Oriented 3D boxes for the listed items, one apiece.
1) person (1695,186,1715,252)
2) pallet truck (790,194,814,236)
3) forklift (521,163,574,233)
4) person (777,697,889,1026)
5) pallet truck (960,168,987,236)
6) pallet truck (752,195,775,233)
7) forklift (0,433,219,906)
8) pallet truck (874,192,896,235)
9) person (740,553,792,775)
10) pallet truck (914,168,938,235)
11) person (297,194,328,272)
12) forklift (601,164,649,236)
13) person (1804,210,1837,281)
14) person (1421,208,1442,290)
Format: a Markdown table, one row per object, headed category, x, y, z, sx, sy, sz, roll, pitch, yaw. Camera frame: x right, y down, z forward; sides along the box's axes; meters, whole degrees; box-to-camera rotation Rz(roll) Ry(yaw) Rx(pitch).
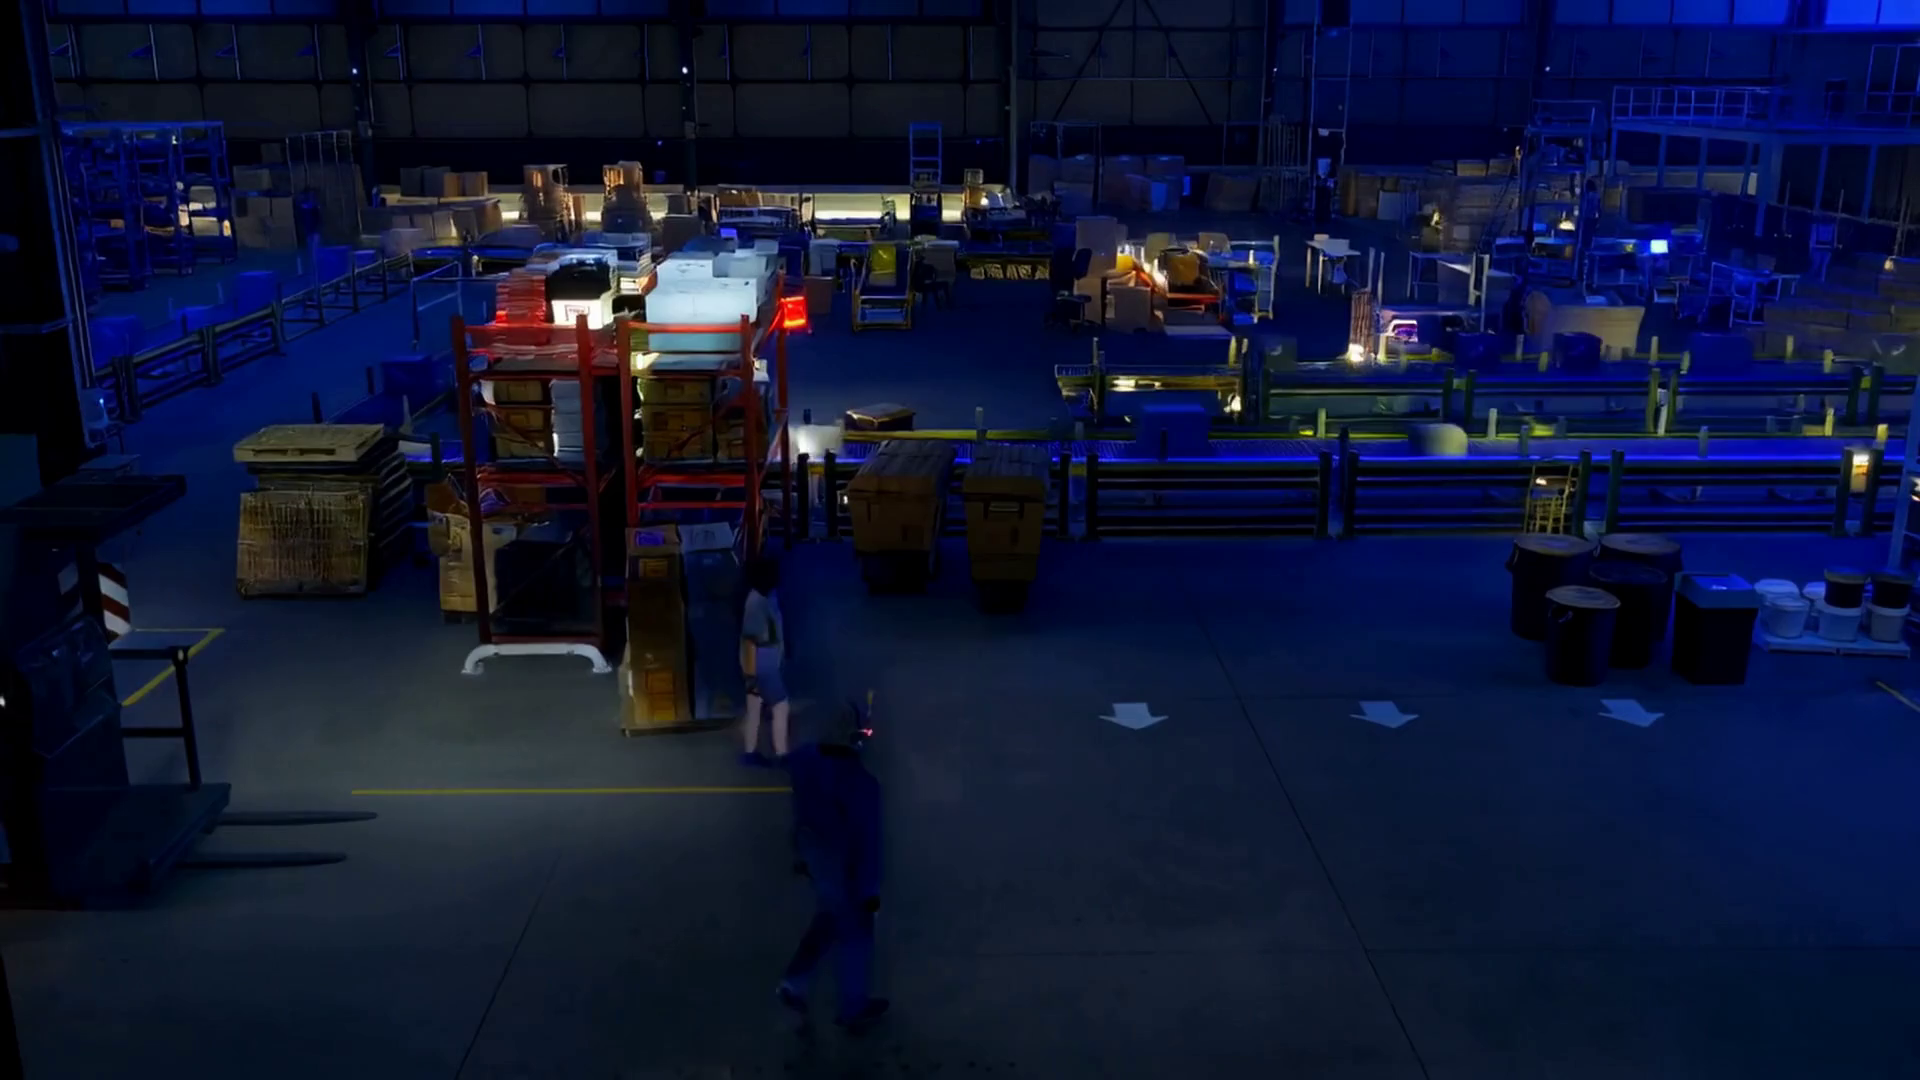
| category | x | y | z | sx | sy | sz | roll | pitch | yaw |
| --- | --- | --- | --- | --- | --- | --- | --- | --- | --- |
| person | 20.505 | -8.831 | 45.759 | 0.311 | 1.768 | 0.532 | -11 | 19 | -33 |
| pallet truck | -4.814 | -9.883 | 50.259 | 0.704 | 1.261 | 1.522 | -1 | 16 | -3 |
| forklift | -12.233 | -10.122 | 49.298 | 1.157 | 1.987 | 2.680 | 0 | 16 | -1 |
| person | -0.663 | 1.737 | 8.808 | 0.526 | 1.884 | 0.657 | -15 | 22 | -42 |
| pallet truck | 0.383 | -10.230 | 50.206 | 0.823 | 1.965 | 1.885 | -1 | 16 | -3 |
| pallet truck | -6.051 | -9.967 | 50.660 | 0.680 | 1.201 | 1.601 | 0 | 16 | -1 |
| forklift | -5.952 | 0.780 | 10.366 | 1.873 | 2.768 | 1.129 | 0 | 16 | -1 |
| pallet truck | -2.277 | -9.986 | 50.594 | 0.653 | 1.274 | 1.630 | 0 | 16 | -1 |
| person | -1.321 | 0.903 | 12.064 | 0.656 | 1.671 | 0.557 | 1 | 16 | 3 |
| pallet truck | -0.989 | -10.316 | 50.507 | 0.823 | 1.965 | 1.885 | 1 | 16 | 3 |
| person | -15.979 | -7.568 | 41.072 | 0.659 | 1.929 | 1.054 | 0 | 16 | -1 |
| forklift | -9.948 | -10.127 | 49.296 | 1.157 | 1.987 | 2.680 | -1 | 16 | -3 |
| person | 19.421 | -6.523 | 37.552 | 0.597 | 1.869 | 0.595 | 1 | 16 | 3 |
| person | 10.797 | -6.666 | 38.077 | 0.336 | 1.860 | 0.498 | 6 | 17 | 21 |
